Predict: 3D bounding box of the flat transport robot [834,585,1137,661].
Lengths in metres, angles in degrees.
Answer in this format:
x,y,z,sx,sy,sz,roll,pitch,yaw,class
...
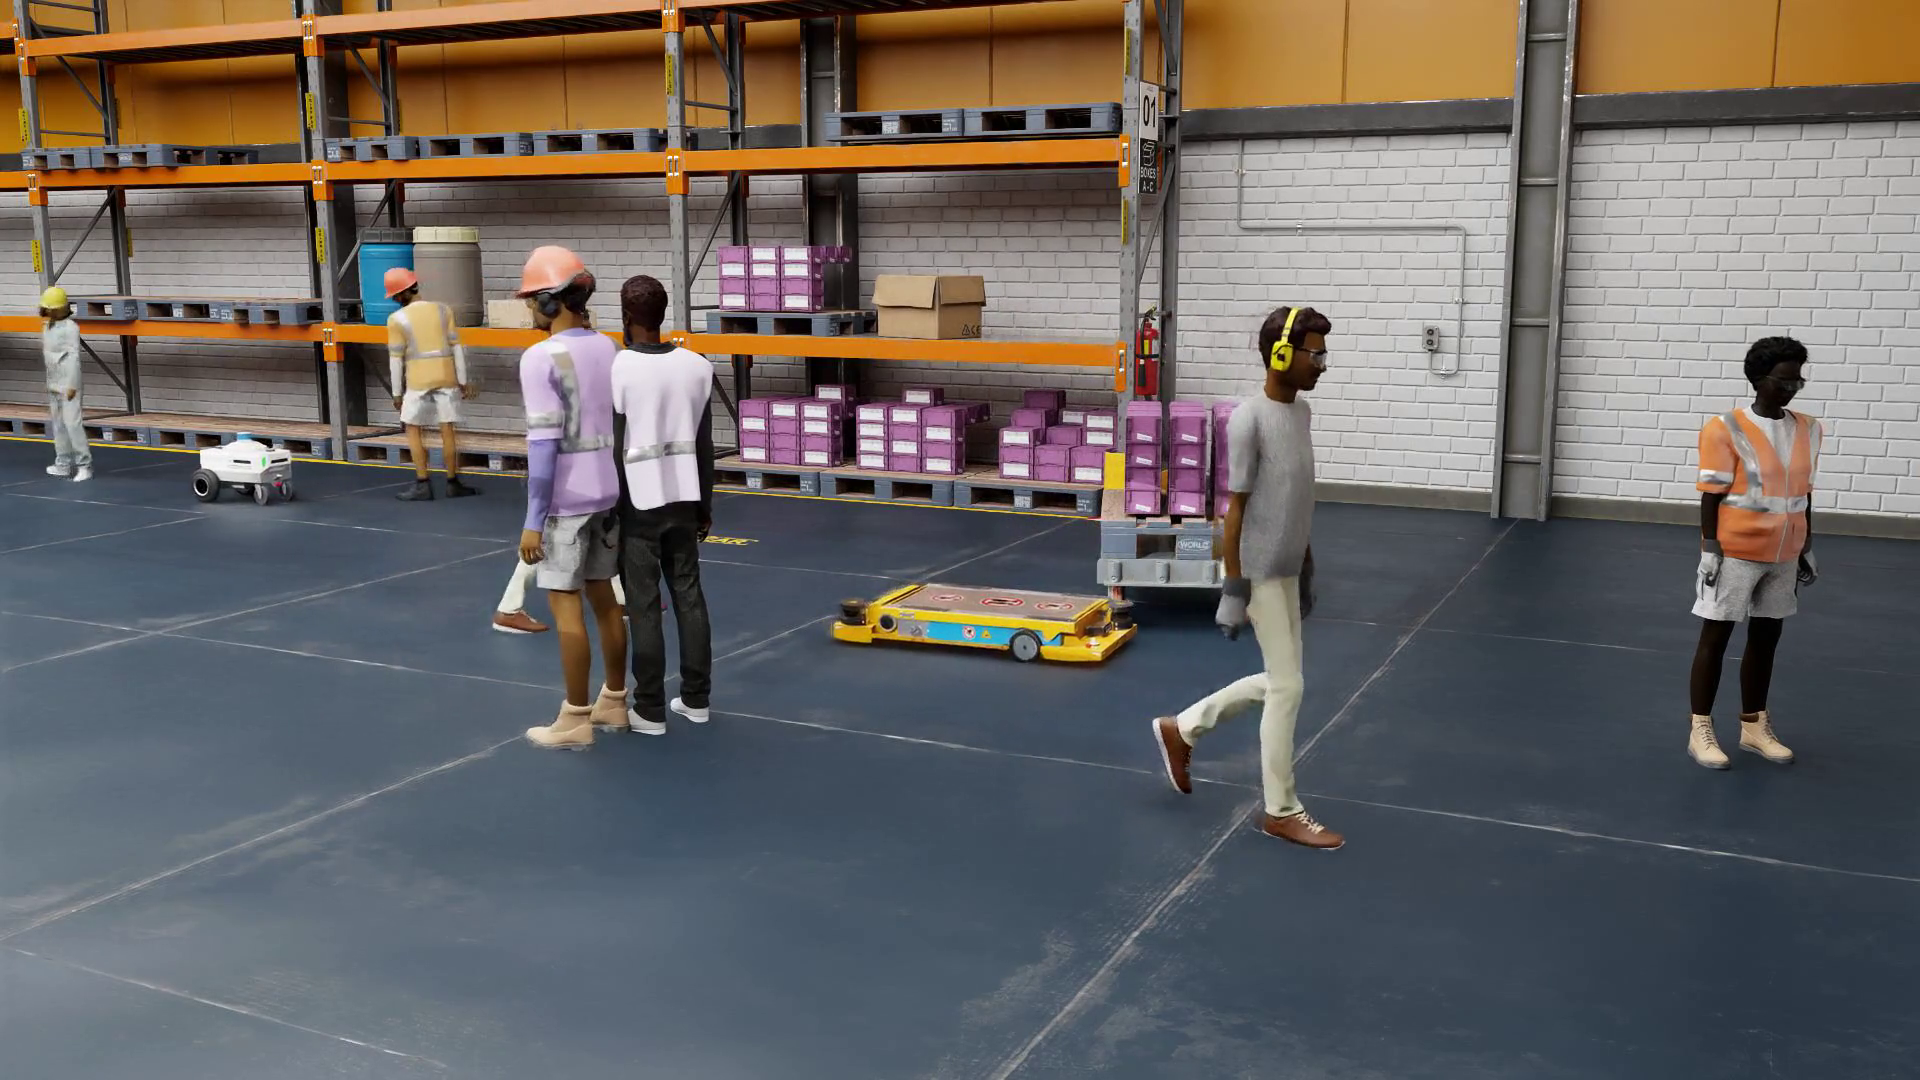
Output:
x,y,z,sx,sy,sz,roll,pitch,yaw,class
0.135,0.407,8.547,1.431,0.197,0.652,4,11,21,flat transport robot

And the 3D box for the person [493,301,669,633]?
x,y,z,sx,sy,sz,roll,pitch,yaw,class
-2.073,-0.418,8.854,0.957,1.821,0.536,-3,10,-19,person

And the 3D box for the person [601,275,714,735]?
x,y,z,sx,sy,sz,roll,pitch,yaw,class
-1.270,-0.142,6.974,0.370,1.916,0.597,9,13,42,person

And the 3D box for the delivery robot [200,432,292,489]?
x,y,z,sx,sy,sz,roll,pitch,yaw,class
-5.742,-0.625,13.373,0.707,0.478,0.477,4,11,21,delivery robot

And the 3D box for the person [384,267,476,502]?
x,y,z,sx,sy,sz,roll,pitch,yaw,class
-4.283,-1.259,13.504,0.684,1.887,0.371,-7,12,-35,person

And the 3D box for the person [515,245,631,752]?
x,y,z,sx,sy,sz,roll,pitch,yaw,class
-1.591,-0.159,6.755,0.406,2.033,0.623,4,11,22,person

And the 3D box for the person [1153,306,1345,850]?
x,y,z,sx,sy,sz,roll,pitch,yaw,class
1.017,0.111,5.752,0.708,1.842,0.527,7,12,35,person

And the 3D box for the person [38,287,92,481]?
x,y,z,sx,sy,sz,roll,pitch,yaw,class
-7.963,-1.375,14.675,0.747,1.704,0.304,8,13,37,person

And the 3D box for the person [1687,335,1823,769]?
x,y,z,sx,sy,sz,roll,pitch,yaw,class
3.118,0.048,6.519,0.533,1.697,0.319,-2,10,-14,person
